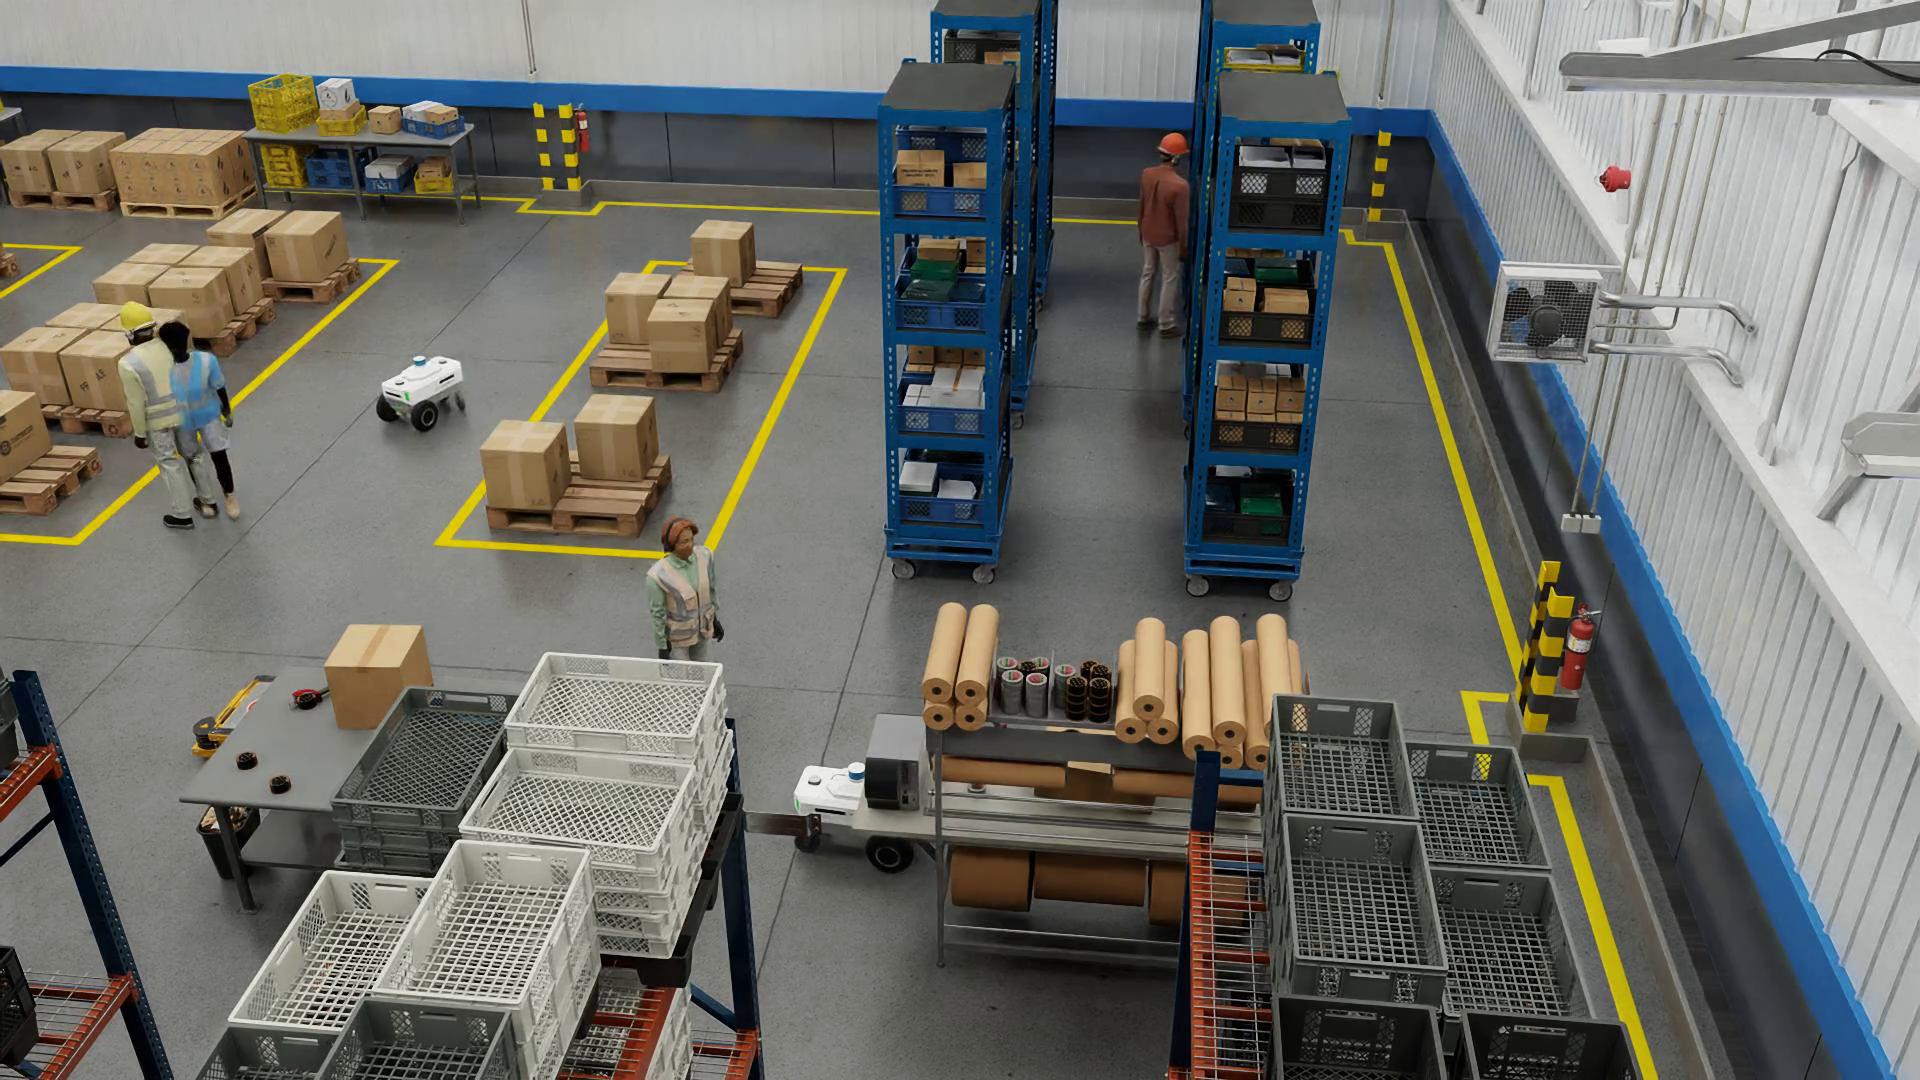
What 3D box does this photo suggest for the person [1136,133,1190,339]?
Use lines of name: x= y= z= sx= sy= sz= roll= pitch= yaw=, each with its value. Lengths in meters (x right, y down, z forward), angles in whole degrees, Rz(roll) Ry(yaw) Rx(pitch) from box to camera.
person: x=1.960 y=-2.929 z=15.989 sx=0.419 sy=1.984 sz=0.633 roll=-23 pitch=37 yaw=-33

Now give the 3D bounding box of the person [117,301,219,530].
person: x=-6.107 y=-0.957 z=12.749 sx=0.403 sy=1.830 sz=0.600 roll=13 pitch=33 yaw=22

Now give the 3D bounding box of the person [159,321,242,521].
person: x=-5.886 y=-0.895 z=12.791 sx=0.553 sy=1.680 sz=0.543 roll=-13 pitch=33 yaw=-21

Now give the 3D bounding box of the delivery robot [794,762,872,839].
delivery robot: x=-0.594 y=1.514 z=9.675 sx=0.707 sy=0.478 sz=0.477 roll=6 pitch=31 yaw=10

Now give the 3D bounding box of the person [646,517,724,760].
person: x=-1.685 y=0.583 z=10.289 sx=0.309 sy=1.645 sz=0.514 roll=23 pitch=37 yaw=34

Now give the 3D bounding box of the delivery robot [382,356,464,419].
delivery robot: x=-4.730 y=-1.384 z=14.653 sx=0.477 sy=0.478 sz=0.707 roll=16 pitch=34 yaw=25
